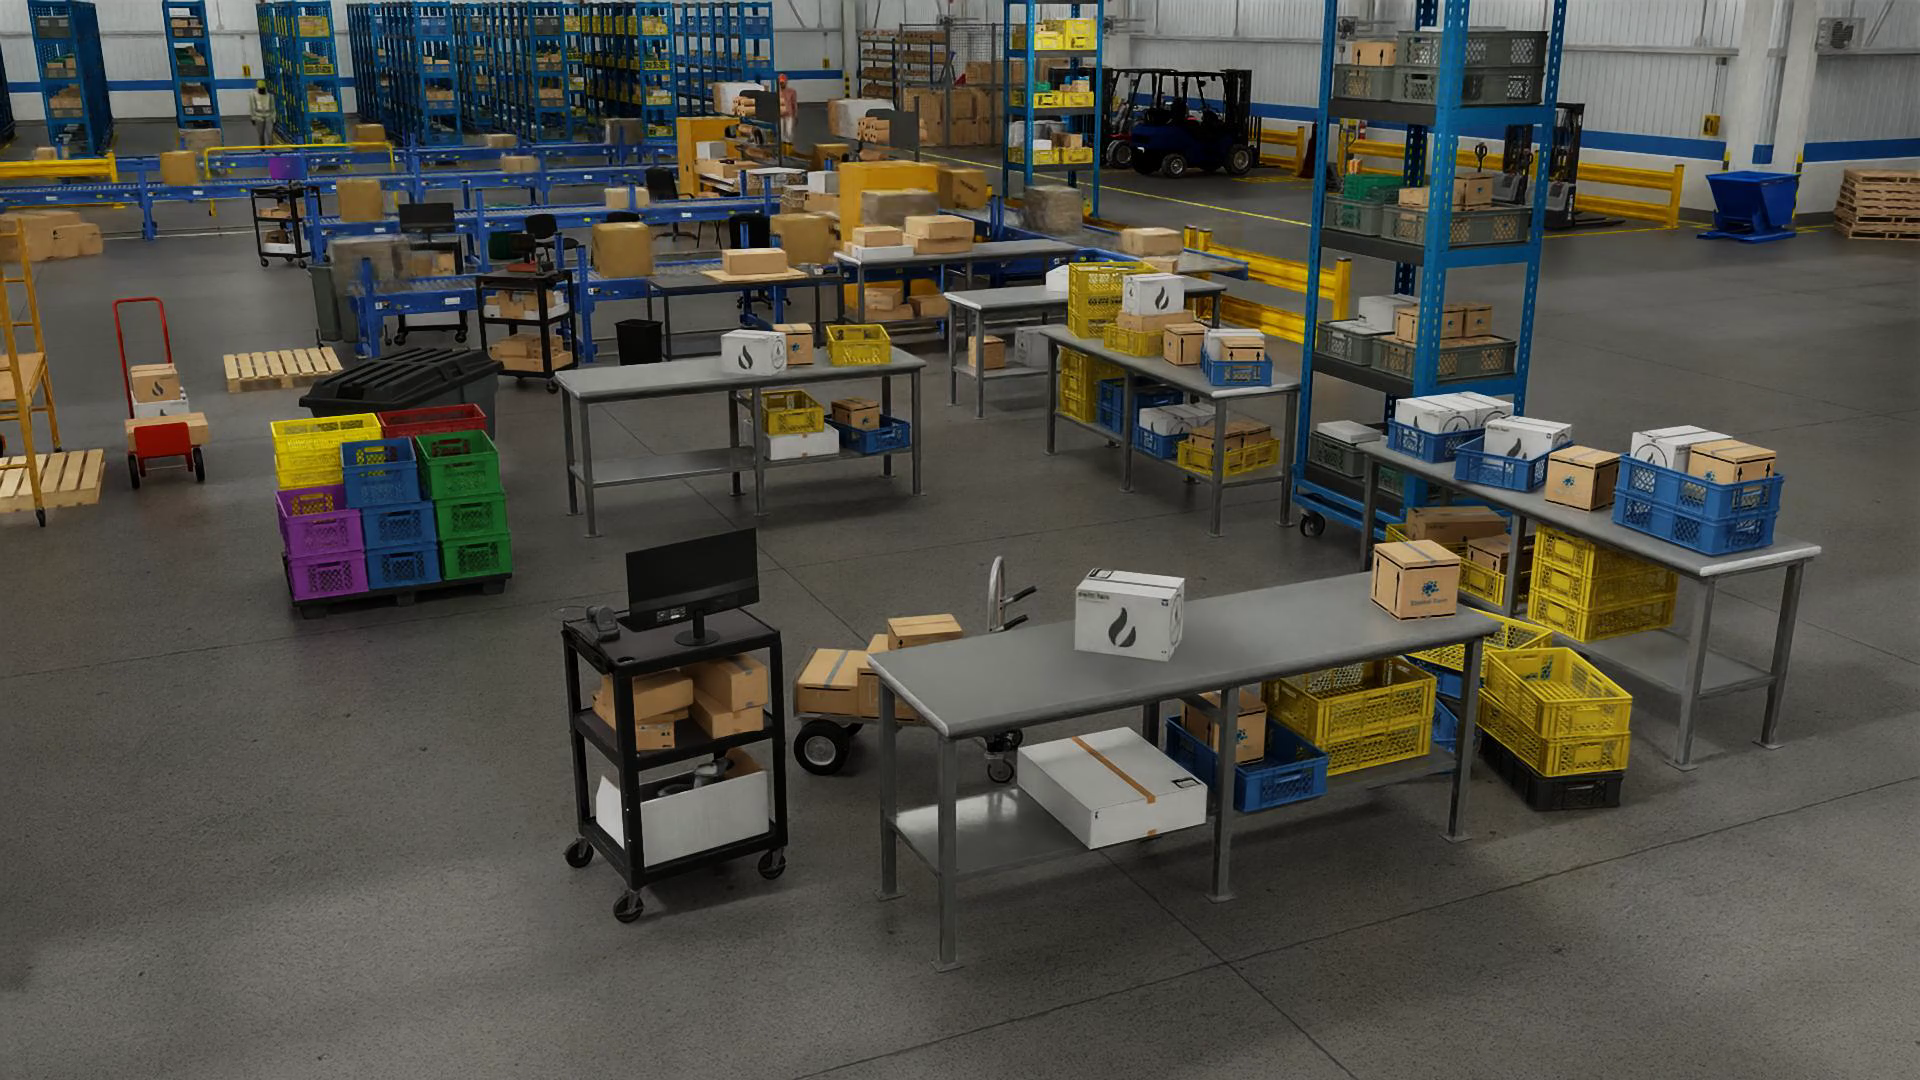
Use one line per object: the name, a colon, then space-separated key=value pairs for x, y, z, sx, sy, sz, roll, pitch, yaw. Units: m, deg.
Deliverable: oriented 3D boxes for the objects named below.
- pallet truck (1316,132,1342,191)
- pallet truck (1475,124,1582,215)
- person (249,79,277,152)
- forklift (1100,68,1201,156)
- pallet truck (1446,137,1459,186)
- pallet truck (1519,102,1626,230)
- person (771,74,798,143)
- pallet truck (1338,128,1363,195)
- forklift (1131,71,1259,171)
pallet truck: x=7.723 y=-7.504 z=32.656 sx=1.601 sy=1.201 sz=0.680 roll=-8 pitch=19 yaw=-23
pallet truck: x=9.707 y=-6.455 z=28.103 sx=1.885 sy=1.965 sz=0.823 roll=-7 pitch=19 yaw=-20
person: x=-16.879 y=-10.252 z=40.352 sx=0.610 sy=1.815 sz=0.586 roll=-8 pitch=19 yaw=-23
forklift: x=4.082 y=-9.564 z=37.410 sx=2.680 sy=1.987 sz=1.157 roll=-8 pitch=19 yaw=-23
pallet truck: x=9.184 y=-6.485 z=29.328 sx=1.630 sy=1.274 sz=0.653 roll=-8 pitch=19 yaw=-23
pallet truck: x=9.972 y=-6.037 z=26.785 sx=1.885 sy=1.965 sz=0.823 roll=-9 pitch=20 yaw=-25
person: x=-4.189 y=-10.012 z=39.380 sx=0.649 sy=1.946 sz=0.977 roll=2 pitch=18 yaw=7
pallet truck: x=7.845 y=-7.140 z=31.411 sx=1.522 sy=1.261 sz=0.704 roll=-9 pitch=20 yaw=-25
forklift: x=4.998 y=-8.936 z=35.413 sx=2.680 sy=1.987 sz=1.157 roll=-9 pitch=20 yaw=-25
